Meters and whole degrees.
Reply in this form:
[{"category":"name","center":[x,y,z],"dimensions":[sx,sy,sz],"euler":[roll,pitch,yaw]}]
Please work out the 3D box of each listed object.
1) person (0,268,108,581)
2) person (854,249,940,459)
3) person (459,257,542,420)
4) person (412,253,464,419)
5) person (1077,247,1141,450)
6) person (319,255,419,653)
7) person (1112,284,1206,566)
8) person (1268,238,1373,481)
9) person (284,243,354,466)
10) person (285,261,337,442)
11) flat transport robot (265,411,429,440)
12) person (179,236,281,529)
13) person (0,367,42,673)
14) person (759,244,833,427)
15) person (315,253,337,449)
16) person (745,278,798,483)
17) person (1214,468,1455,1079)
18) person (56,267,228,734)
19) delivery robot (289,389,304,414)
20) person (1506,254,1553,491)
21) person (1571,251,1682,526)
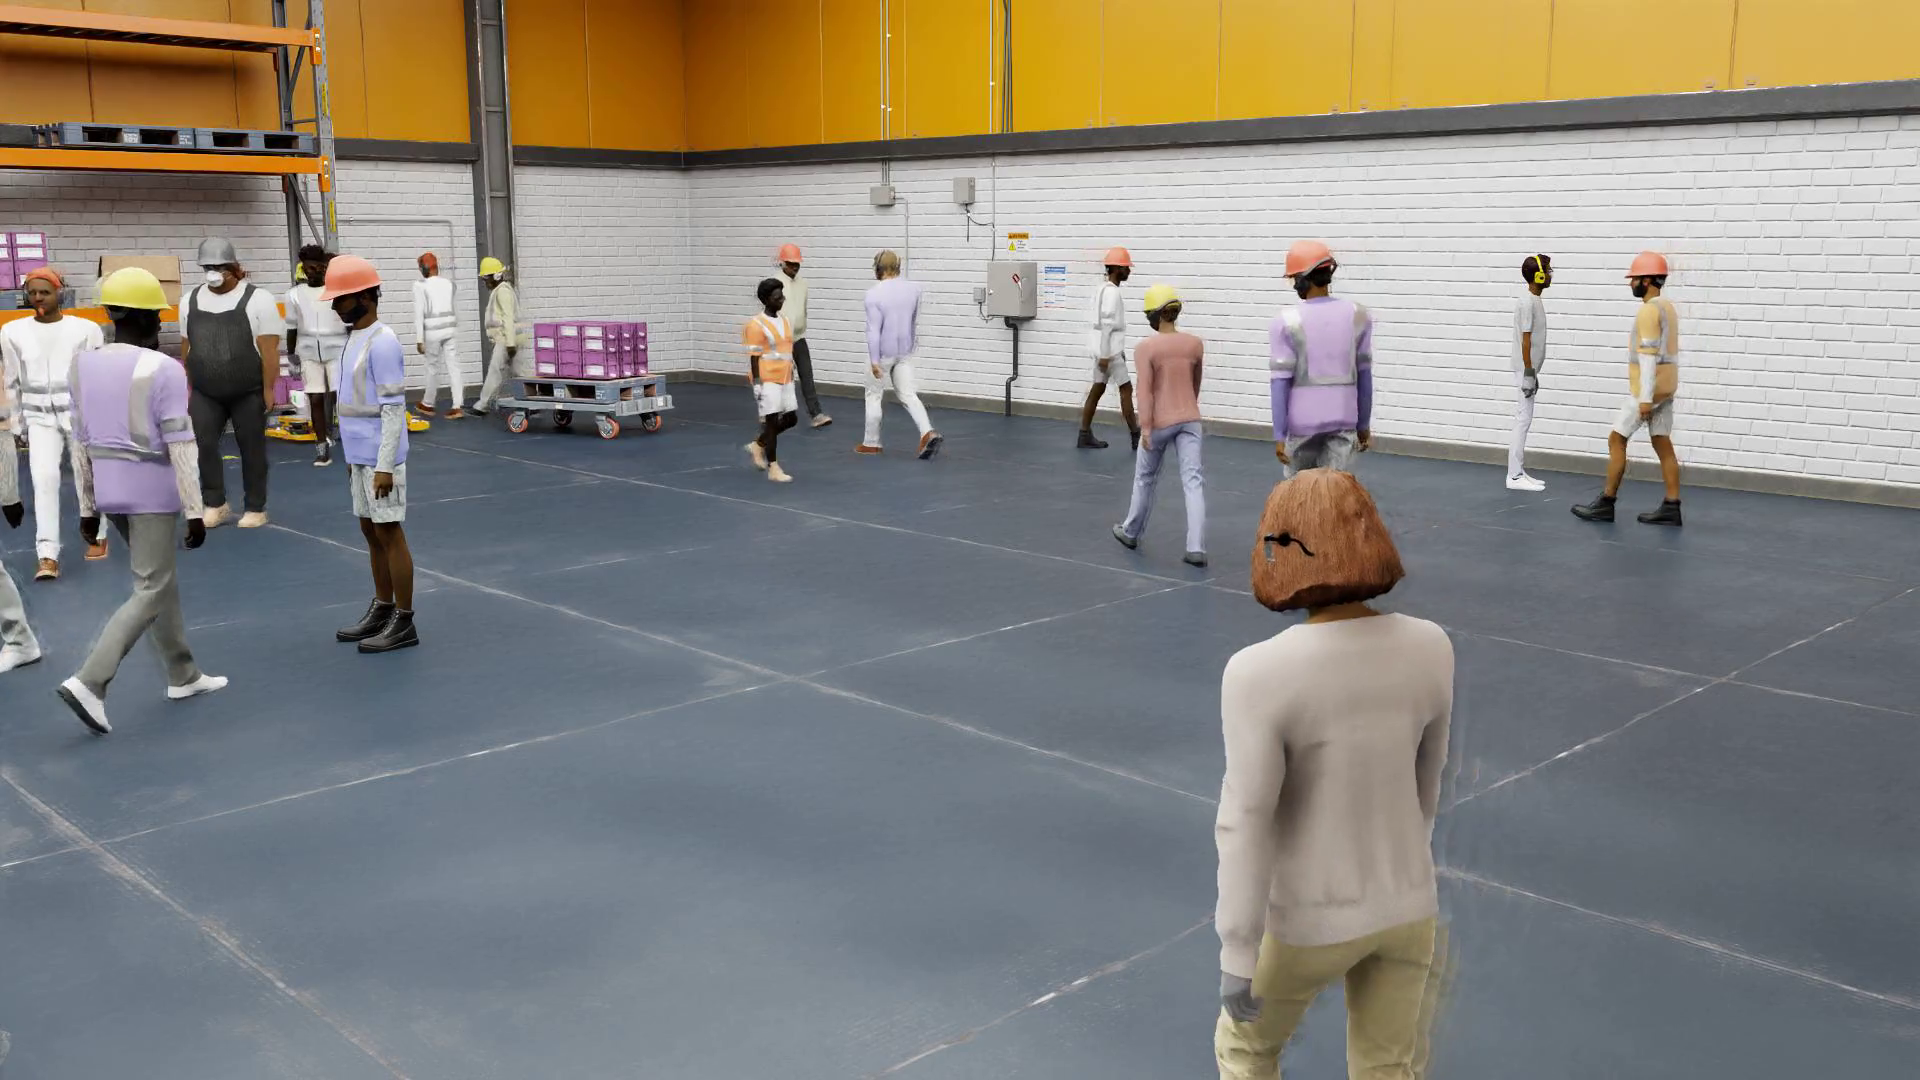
[{"category":"person","center":[-5.424,-0.718,10.043],"dimensions":[0.616,1.834,0.991],"euler":[-3,11,-14]},{"category":"person","center":[-0.587,-1.680,15.093],"dimensions":[0.632,1.908,0.924],"euler":[-9,13,-39]},{"category":"person","center":[-5.038,-2.187,18.181],"dimensions":[0.919,1.773,0.623],"euler":[-3,11,-14]},{"category":"person","center":[-5.796,-2.255,18.420],"dimensions":[0.587,1.825,0.986],"euler":[-10,14,-43]},{"category":"person","center":[1.528,-1.793,15.694],"dimensions":[0.907,1.896,0.594],"euler":[0,10,-2]},{"category":"person","center":[-2.886,-0.415,8.114],"dimensions":[0.368,1.929,0.542],"euler":[-8,13,-36]},{"category":"person","center":[1.279,-0.728,10.407],"dimensions":[0.535,1.714,0.920],"euler":[-4,11,-21]},{"category":"person","center":[2.019,-0.651,9.184],"dimensions":[0.640,2.012,0.853],"euler":[-1,10,-7]},{"category":"person","center":[-5.595,-1.621,14.627],"dimensions":[0.637,1.947,0.460],"euler":[-1,10,-8]},{"category":"person","center":[-6.435,-1.851,16.339],"dimensions":[0.622,1.777,0.801],"euler":[8,13,38]},{"category":"flat transport robot","center":[-6.183,-1.180,16.806],"dimensions":[0.652,0.197,1.431],"euler":[9,14,42]},{"category":"person","center":[-5.019,-1.079,11.428],"dimensions":[0.685,2.000,0.557],"euler":[-1,10,-5]},{"category":"person","center":[-4.526,-0.247,7.348],"dimensions":[0.611,1.875,0.989],"euler":[4,11,23]},{"category":"person","center":[-1.813,-2.160,17.641],"dimensions":[0.633,1.928,1.046],"euler":[-10,14,-43]},{"category":"person","center":[-6.026,-1.854,16.164],"dimensions":[0.593,1.869,1.001],"euler":[0,10,-1]},{"category":"person","center":[-1.578,-1.311,13.662],"dimensions":[0.479,1.678,0.543],"euler":[6,12,31]},{"category":"person","center":[0.661,0.679,3.011],"dimensions":[0.533,1.615,0.473],"euler":[-4,11,-21]},{"category":"person","center":[-3.460,-0.177,6.923],"dimensions":[0.598,1.900,0.883],"euler":[4,11,21]},{"category":"delivery robot","center":[-6.597,-1.462,17.314],"dimensions":[0.707,0.478,0.477],"euler":[-5,12,-27]},{"category":"person","center":[4.565,-1.337,13.286],"dimensions":[0.323,1.876,0.528],"euler":[4,11,20]},{"category":"person","center":[4.734,-1.056,11.673],"dimensions":[0.850,1.900,0.571],"euler":[8,13,39]}]
